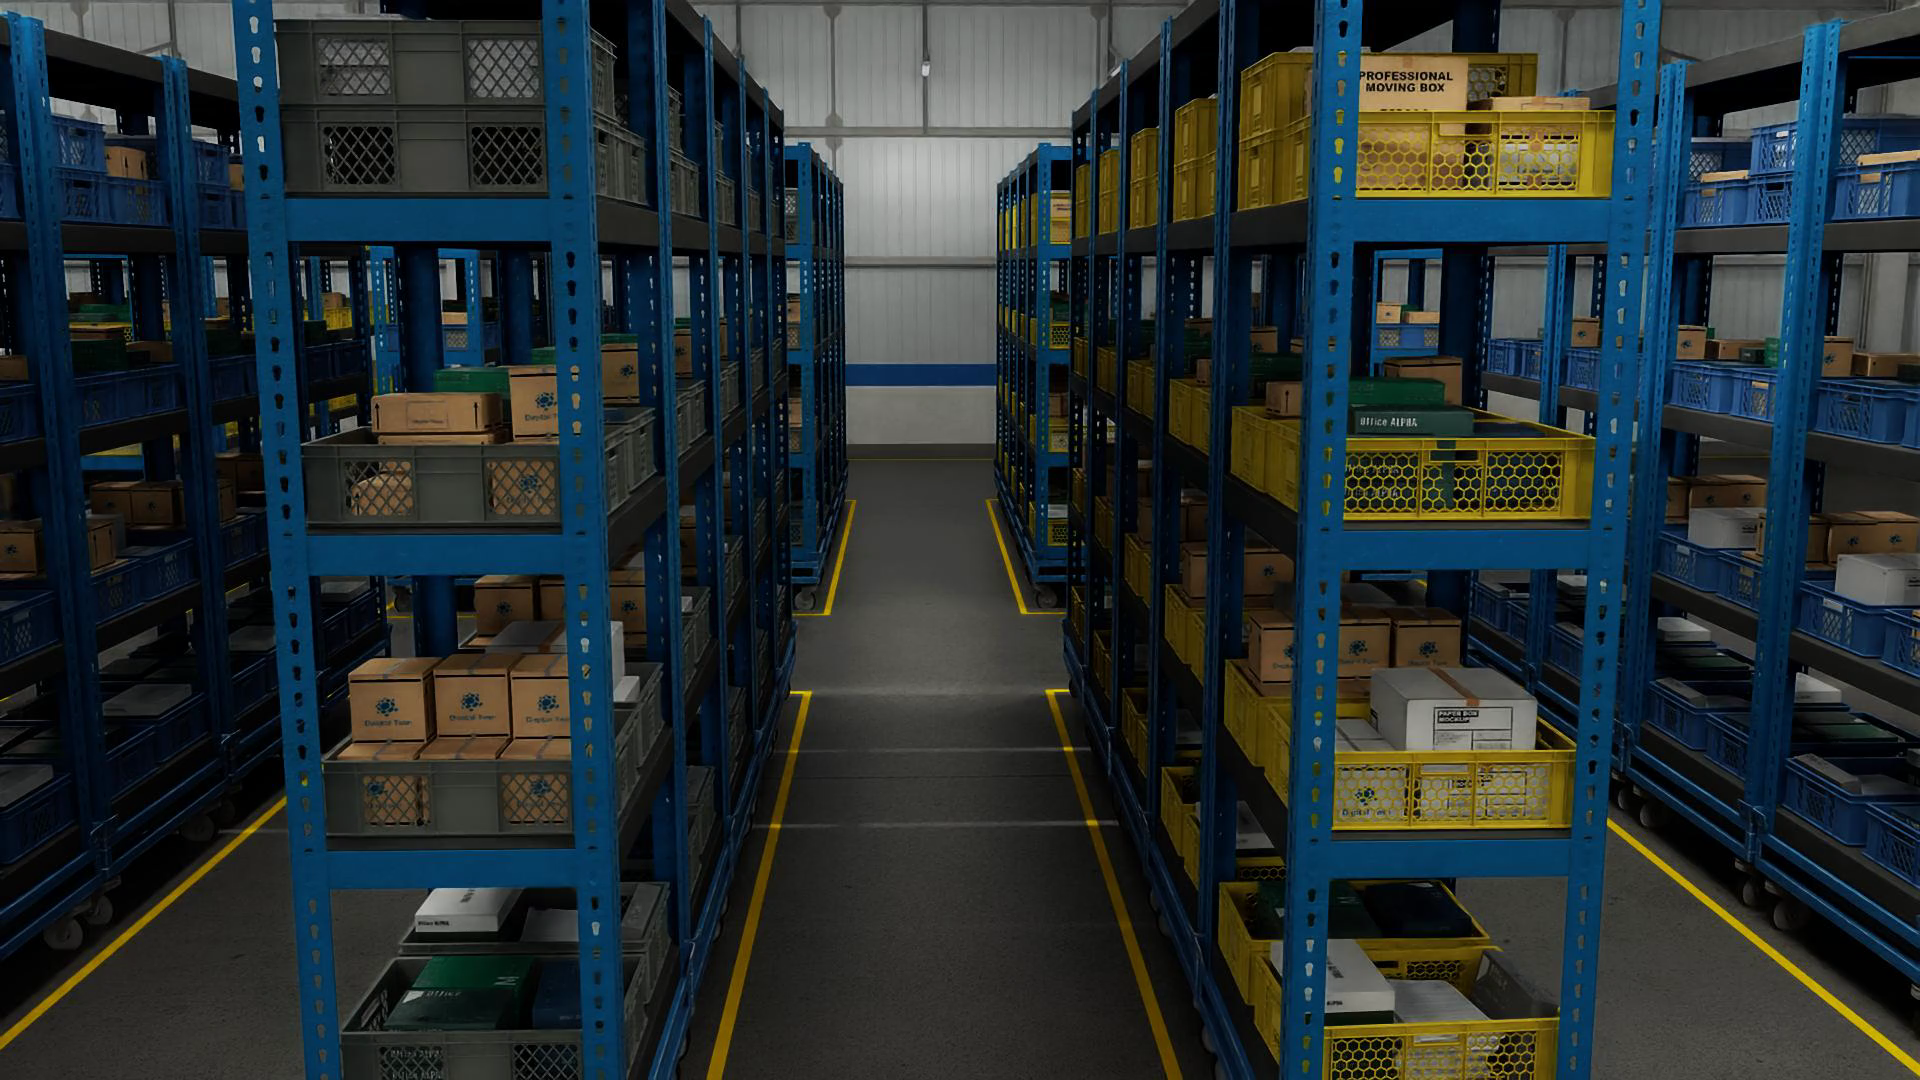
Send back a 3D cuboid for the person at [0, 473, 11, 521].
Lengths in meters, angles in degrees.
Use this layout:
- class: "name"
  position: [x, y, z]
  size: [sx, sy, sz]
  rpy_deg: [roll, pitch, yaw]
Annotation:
- class: "person"
  position: [-7.279, -0.210, 12.175]
  size: [0.622, 1.811, 0.514]
  rpy_deg: [-6, 11, -34]
